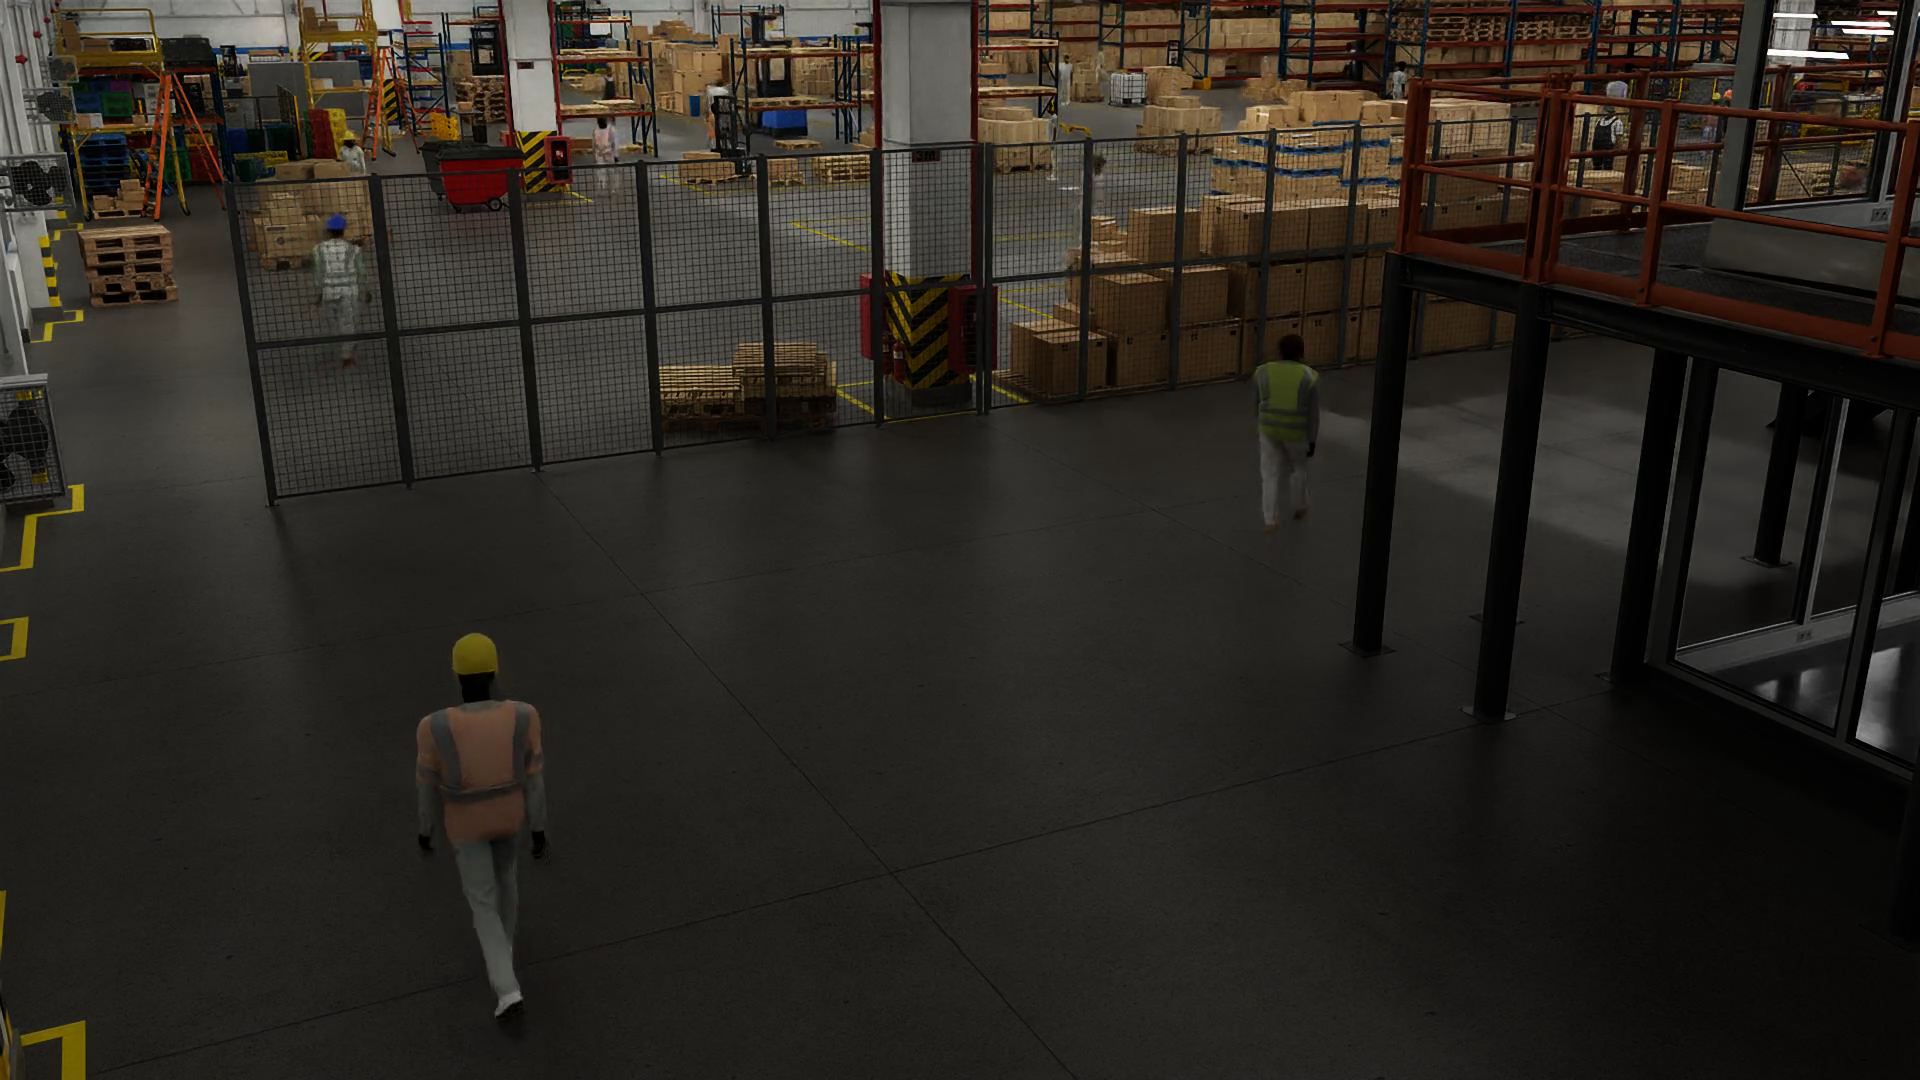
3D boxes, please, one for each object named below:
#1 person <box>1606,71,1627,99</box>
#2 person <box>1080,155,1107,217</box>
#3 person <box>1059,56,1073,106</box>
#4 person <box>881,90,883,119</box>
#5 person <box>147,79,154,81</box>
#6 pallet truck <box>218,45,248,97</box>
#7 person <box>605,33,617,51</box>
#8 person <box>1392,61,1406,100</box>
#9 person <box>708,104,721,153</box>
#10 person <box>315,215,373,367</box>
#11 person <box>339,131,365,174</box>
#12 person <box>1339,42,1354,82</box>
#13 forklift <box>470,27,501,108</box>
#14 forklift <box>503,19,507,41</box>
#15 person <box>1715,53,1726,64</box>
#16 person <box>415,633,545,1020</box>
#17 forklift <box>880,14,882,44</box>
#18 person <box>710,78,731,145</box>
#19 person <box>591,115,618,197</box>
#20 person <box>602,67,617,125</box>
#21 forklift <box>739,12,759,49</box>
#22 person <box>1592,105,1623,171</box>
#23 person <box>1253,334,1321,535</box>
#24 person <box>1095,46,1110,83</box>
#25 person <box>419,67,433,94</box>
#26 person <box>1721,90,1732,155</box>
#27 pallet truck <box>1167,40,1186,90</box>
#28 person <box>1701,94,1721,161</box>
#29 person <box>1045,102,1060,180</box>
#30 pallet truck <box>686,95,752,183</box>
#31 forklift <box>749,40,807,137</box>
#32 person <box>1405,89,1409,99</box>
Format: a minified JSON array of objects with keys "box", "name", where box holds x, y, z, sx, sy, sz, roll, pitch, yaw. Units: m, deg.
[{"box":[20.641,-13.814,52.334,0.588,1.808,0.789,1,19,2],"name":"person"},{"box":[2.273,-5.583,28.322,0.435,1.913,0.657,6,20,16],"name":"person"},{"box":[3.928,-17.005,61.580,0.541,1.815,1.023,-1,19,-3],"name":"person"},{"box":[-2.035,-12.406,48.120,0.612,1.901,0.440,-1,19,-3],"name":"person"},{"box":[-24.970,-13.438,51.513,0.515,1.634,0.314,10,22,28],"name":"person"},{"box":[-28.879,-18.665,66.111,0.823,1.965,1.885,-3,19,-9],"name":"pallet truck"},{"box":[-16.672,-23.236,79.448,0.372,1.940,0.629,16,25,39],"name":"person"},{"box":[14.575,-14.898,55.237,0.369,1.965,0.609,-7,20,-19],"name":"person"},{"box":[-6.160,-10.121,41.812,0.322,1.690,0.534,-9,21,-25],"name":"person"},{"box":[-7.934,-3.250,21.550,0.653,1.904,0.933,0,19,1],"name":"person"},{"box":[-12.455,-7.500,34.128,0.492,1.742,0.321,-1,19,-4],"name":"person"},{"box":[16.419,-20.153,70.611,0.982,1.864,0.621,-9,21,-23],"name":"person"},{"box":[-17.318,-17.331,60.909,1.129,2.768,1.873,-5,20,-13],"name":"forklift"},{"box":[-18.887,-20.612,70.421,1.129,2.768,1.873,14,23,35],"name":"forklift"},{"box":[31.323,-19.381,68.839,0.519,1.569,0.943,-4,19,-11],"name":"person"},{"box":[-2.313,1.382,8.172,0.597,1.890,0.938,-12,22,-31],"name":"person"},{"box":[-3.724,-23.392,78.480,1.873,2.768,1.129,-10,21,-26],"name":"forklift"},{"box":[-6.850,-12.297,47.814,0.648,1.888,0.997,6,20,16],"name":"person"},{"box":[-7.931,-8.605,37.259,0.639,1.795,0.963,2,19,7],"name":"person"},{"box":[-11.472,-14.526,54.374,0.536,1.830,0.668,-10,22,-27],"name":"person"},{"box":[-10.012,-24.373,81.324,1.873,2.768,1.129,-3,19,-8],"name":"forklift"},{"box":[14.551,-8.860,37.620,0.537,2.000,0.689,-12,22,-31],"name":"person"},{"box":[2.992,-1.006,15.211,0.633,1.795,0.923,7,20,18],"name":"person"},{"box":[6.260,-21.051,73.615,0.816,1.606,0.505,4,19,11],"name":"person"},{"box":[-18.875,-16.083,58.721,0.547,1.934,0.375,1,19,3],"name":"person"},{"box":[19.360,-10.349,42.004,0.375,1.997,0.611,11,22,30],"name":"person"},{"box":[9.045,-19.971,69.895,0.823,1.965,1.885,-3,19,-8],"name":"pallet truck"},{"box":[19.982,-10.939,44.141,0.566,1.746,0.587,4,19,12],"name":"person"},{"box":[2.229,-9.610,40.077,0.328,1.861,0.502,-3,19,-8],"name":"person"},{"box":[-5.836,-9.608,39.856,0.823,1.965,1.885,10,22,27],"name":"pallet truck"},{"box":[-5.539,-13.706,50.402,1.129,2.768,1.873,-12,23,-32],"name":"forklift"},{"box":[11.689,-10.799,43.418,0.539,1.929,0.384,-2,19,-5],"name":"person"}]
